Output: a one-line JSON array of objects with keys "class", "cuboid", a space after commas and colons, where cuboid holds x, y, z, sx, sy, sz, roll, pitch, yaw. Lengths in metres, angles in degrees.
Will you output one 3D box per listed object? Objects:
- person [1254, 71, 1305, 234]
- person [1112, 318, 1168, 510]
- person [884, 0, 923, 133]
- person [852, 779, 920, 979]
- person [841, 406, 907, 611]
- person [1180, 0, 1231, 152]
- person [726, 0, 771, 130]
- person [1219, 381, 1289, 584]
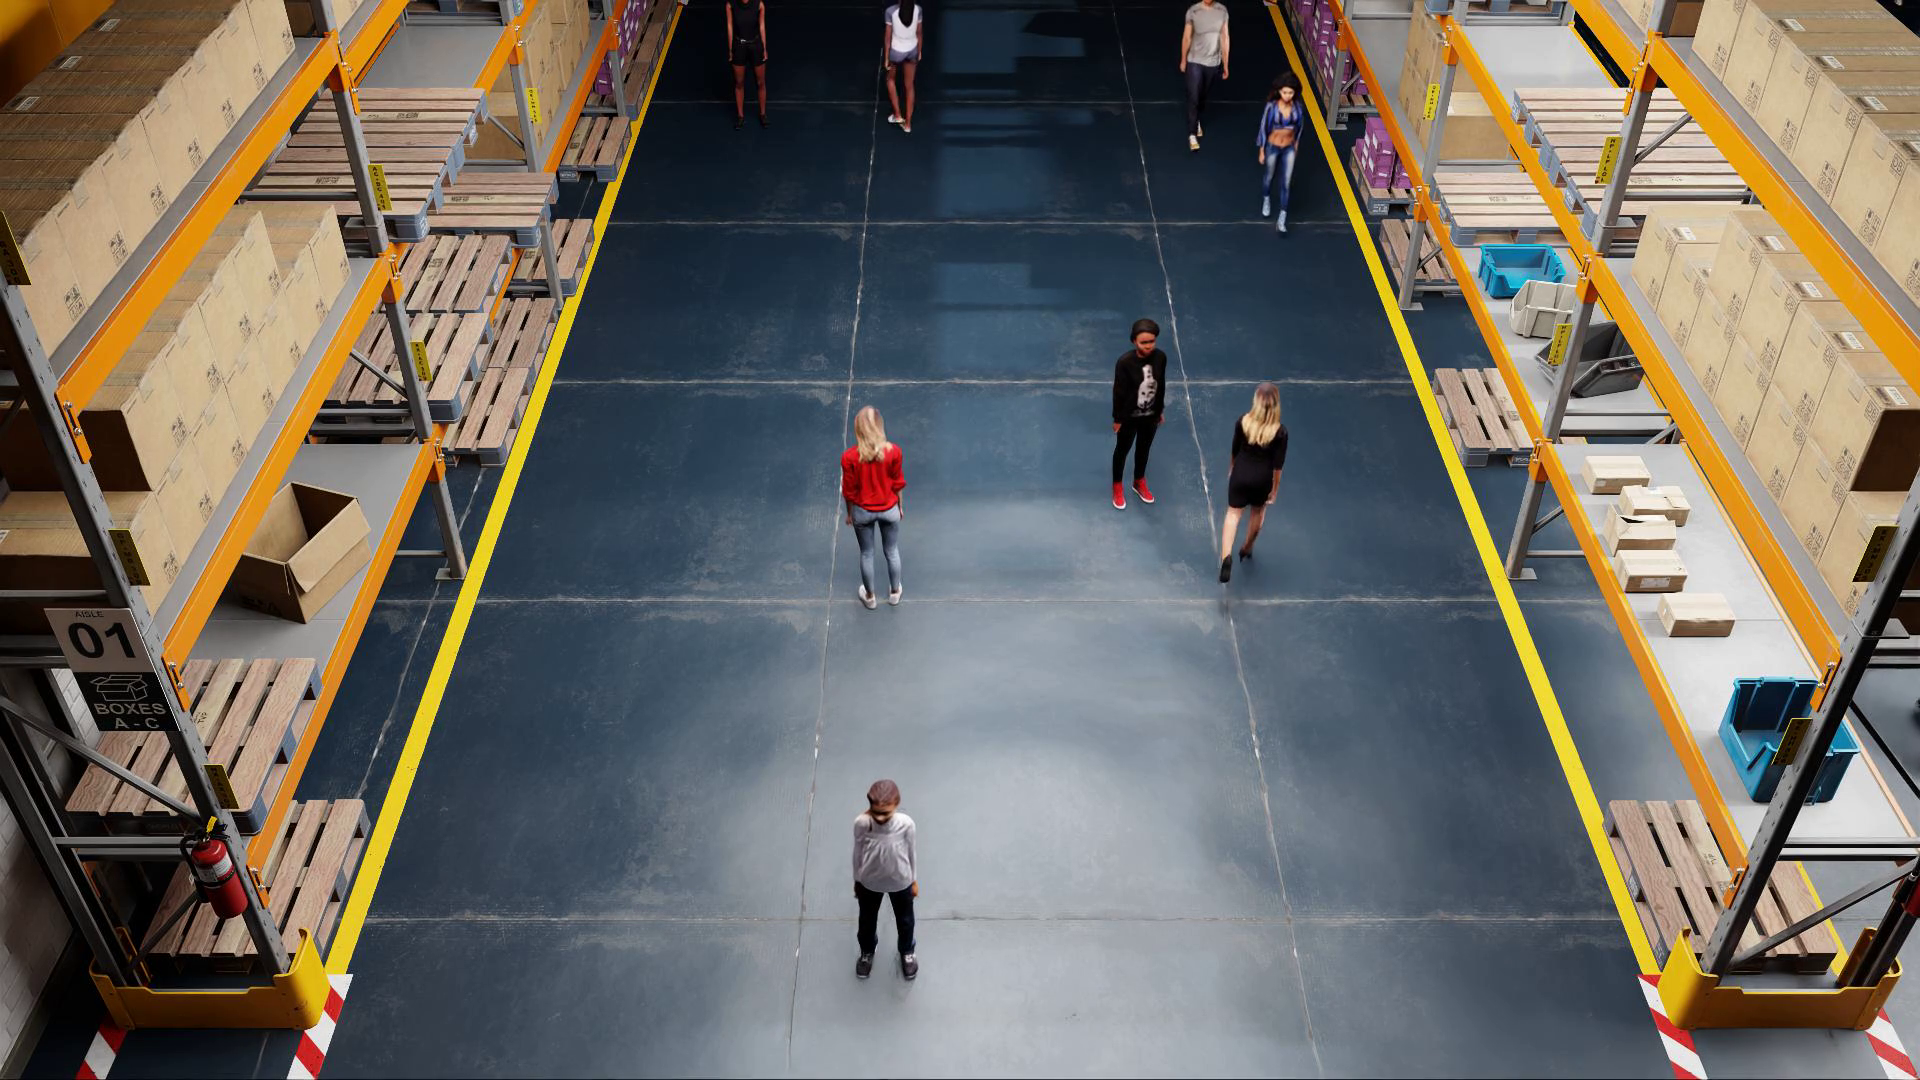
[{"class": "person", "cuboid": [3.214, -3.967, 16.813, 0.661, 1.589, 0.955, 1, 39, 2]}, {"class": "person", "cuboid": [1.396, -1.006, 13.038, 0.654, 1.674, 0.611, -11, 40, -14]}, {"class": "person", "cuboid": [-0.602, -5.339, 18.433, 0.740, 1.712, 0.751, -14, 41, -16]}, {"class": "person", "cuboid": [-0.415, 1.910, 9.481, 0.530, 1.557, 0.489, 0, 39, 0]}, {"class": "person", "cuboid": [-0.614, -0.215, 12.022, 0.651, 1.707, 0.571, -7, 39, -9]}, {"class": "person", "cuboid": [2.654, -5.271, 18.237, 0.725, 1.852, 1.151, -4, 39, -5]}, {"class": "person", "cuboid": [-2.367, -5.456, 18.554, 0.621, 1.743, 0.555, -4, 39, -6]}, {"class": "person", "cuboid": [2.142, -0.376, 12.265, 0.794, 1.654, 1.006, 14, 41, 17]}]
